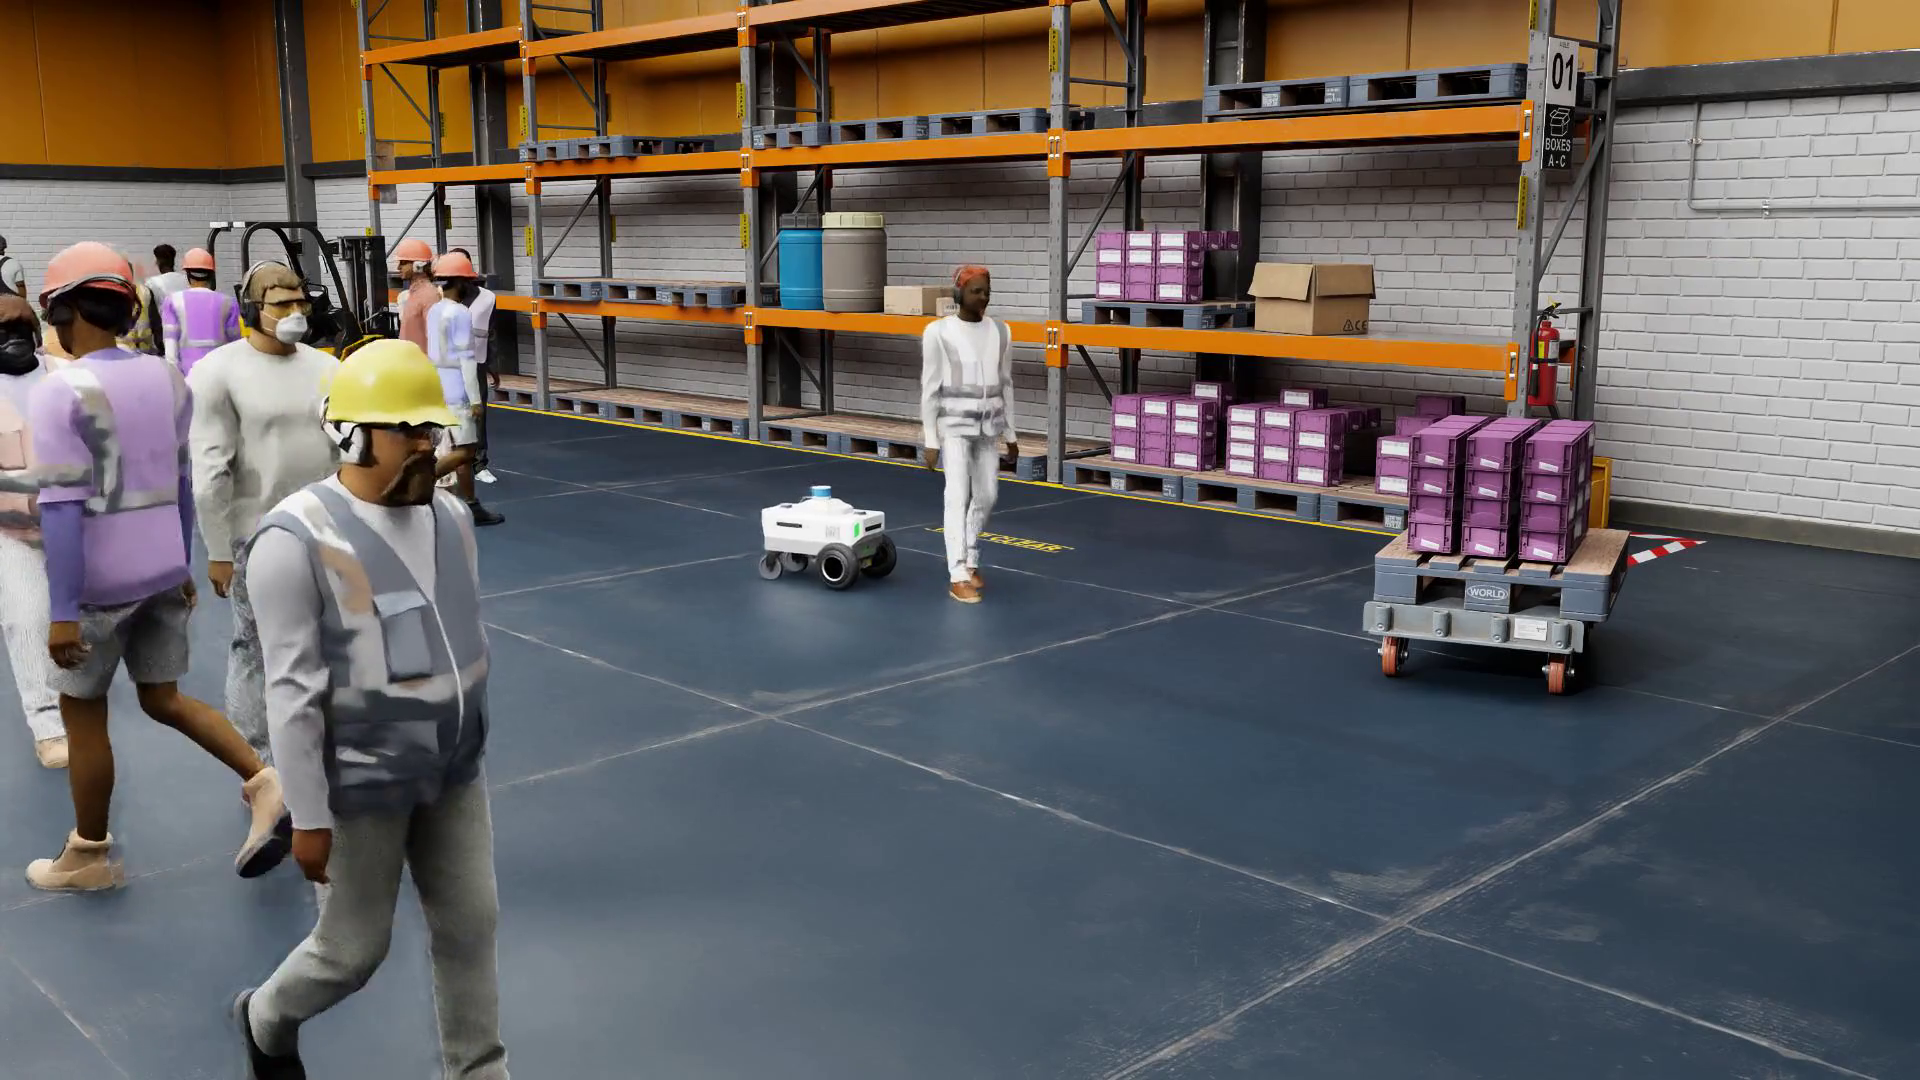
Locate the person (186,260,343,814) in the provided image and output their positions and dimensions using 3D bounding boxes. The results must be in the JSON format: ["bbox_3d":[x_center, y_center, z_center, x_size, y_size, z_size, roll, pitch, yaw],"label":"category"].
[{"bbox_3d":[-2.381,-0.003,5.841,0.355,1.936,0.635,6,12,29],"label":"person"}]

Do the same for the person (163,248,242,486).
[{"bbox_3d":[-5.927,-1.319,13.060,0.579,1.917,0.536,-7,12,-32],"label":"person"}]

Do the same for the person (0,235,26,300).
[{"bbox_3d":[-14.181,-3.503,24.646,0.684,2.000,0.536,-3,11,-15],"label":"person"}]

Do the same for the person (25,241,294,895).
[{"bbox_3d":[-2.471,0.111,5.045,0.848,2.017,0.637,2,11,11],"label":"person"}]

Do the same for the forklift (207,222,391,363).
[{"bbox_3d":[-8.169,-2.758,20.163,2.313,2.155,1.214,-10,14,-44],"label":"forklift"}]

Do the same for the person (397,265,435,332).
[{"bbox_3d":[-5.030,-1.745,15.700,0.541,1.798,0.938,-5,11,-25],"label":"person"}]

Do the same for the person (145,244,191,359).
[{"bbox_3d":[-8.795,-2.310,18.470,1.006,1.909,0.618,6,12,30],"label":"person"}]

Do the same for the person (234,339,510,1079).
[{"bbox_3d":[-1.272,0.468,3.610,0.752,1.810,0.600,6,12,28],"label":"person"}]

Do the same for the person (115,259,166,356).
[{"bbox_3d":[-8.840,-2.094,17.692,1.003,1.790,0.617,7,13,35],"label":"person"}]

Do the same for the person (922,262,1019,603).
[{"bbox_3d":[0.051,-0.607,9.334,0.597,1.888,0.495,-6,12,-32],"label":"person"}]

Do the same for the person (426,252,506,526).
[{"bbox_3d":[-3.523,-0.997,11.338,0.736,1.914,0.560,-7,12,-33],"label":"person"}]

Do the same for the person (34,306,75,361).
[{"bbox_3d":[-6.434,-0.972,12.015,0.521,1.601,0.775,-7,13,-34],"label":"person"}]

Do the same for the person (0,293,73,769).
[{"bbox_3d":[-3.669,-0.068,6.560,0.620,1.814,0.882,-10,14,-43],"label":"person"}]

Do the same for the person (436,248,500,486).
[{"bbox_3d":[-4.049,-1.410,13.566,0.592,1.920,0.392,-7,12,-32],"label":"person"}]

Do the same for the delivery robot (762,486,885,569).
[{"bbox_3d":[-0.805,-0.074,9.745,0.707,0.478,0.477,6,12,28],"label":"delivery robot"}]

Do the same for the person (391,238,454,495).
[{"bbox_3d":[-4.123,-1.305,12.782,0.382,1.996,0.608,-5,12,-26],"label":"person"}]
